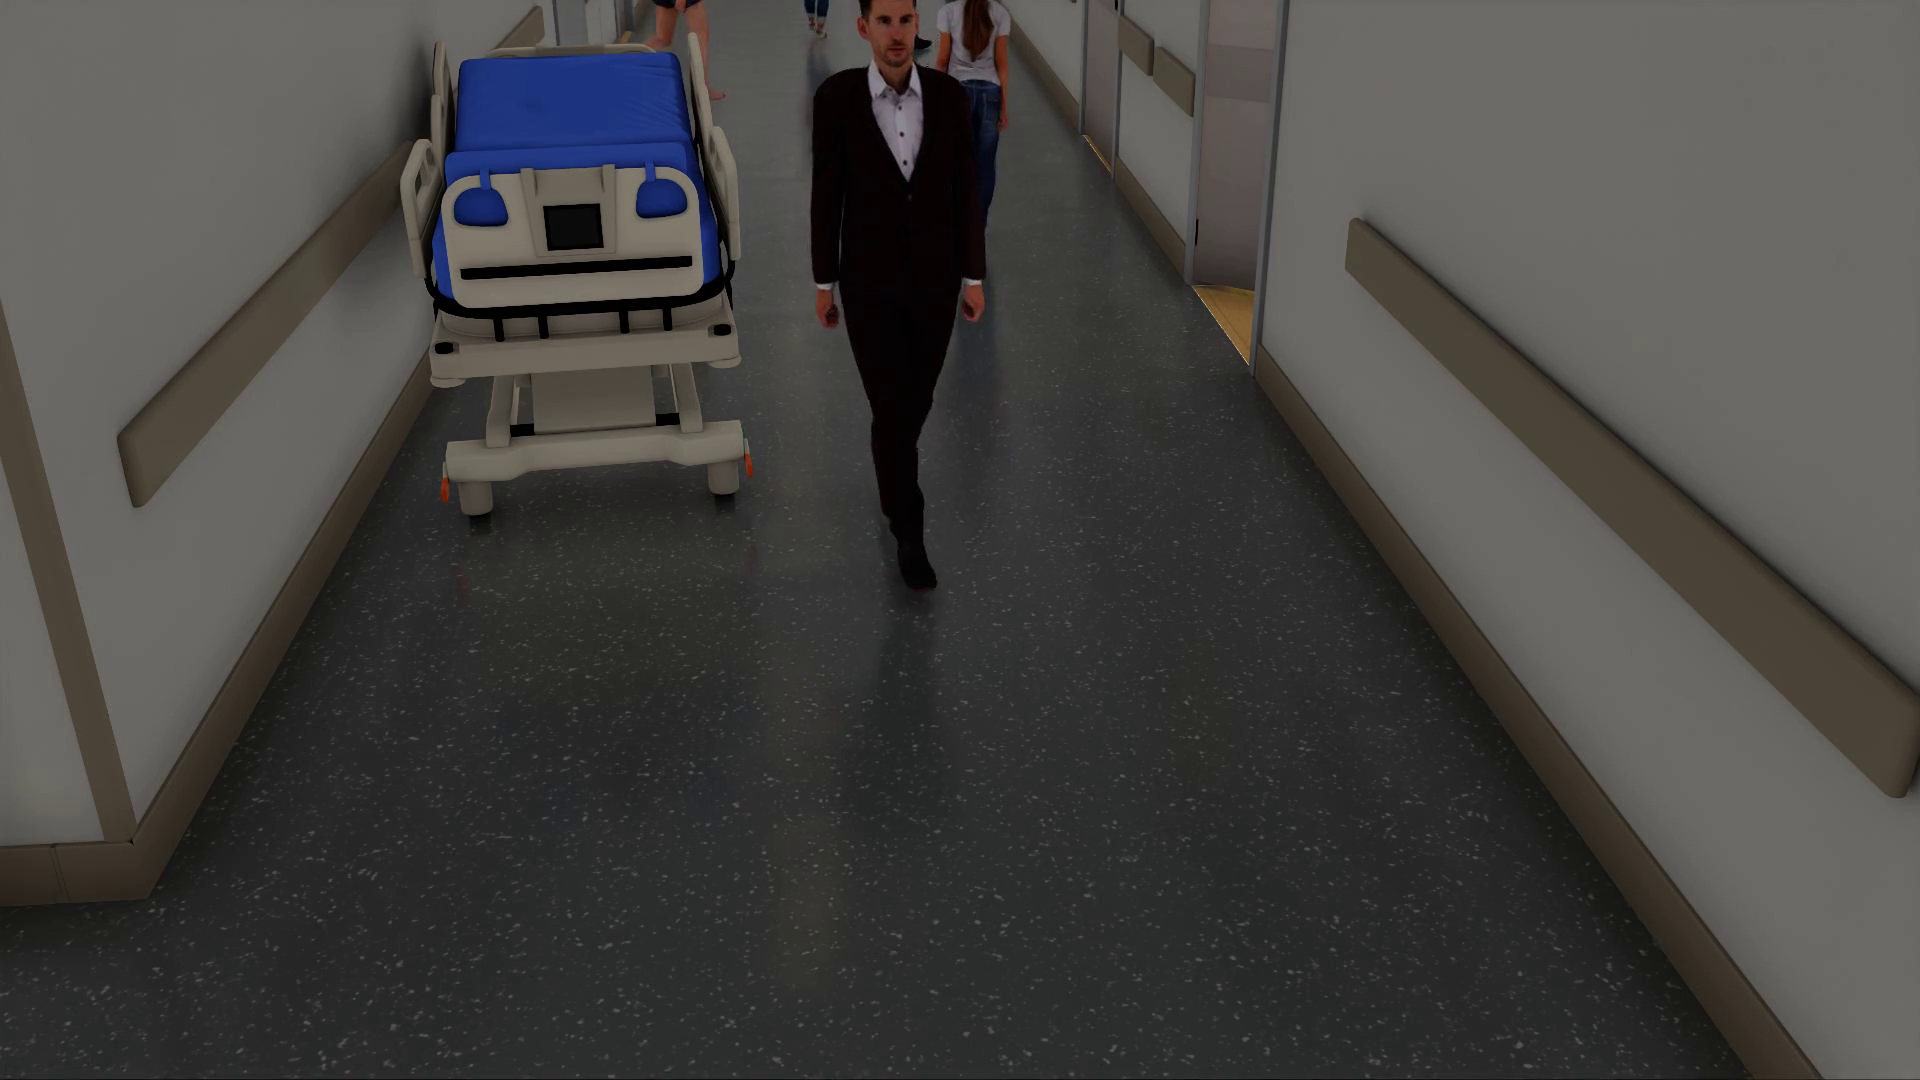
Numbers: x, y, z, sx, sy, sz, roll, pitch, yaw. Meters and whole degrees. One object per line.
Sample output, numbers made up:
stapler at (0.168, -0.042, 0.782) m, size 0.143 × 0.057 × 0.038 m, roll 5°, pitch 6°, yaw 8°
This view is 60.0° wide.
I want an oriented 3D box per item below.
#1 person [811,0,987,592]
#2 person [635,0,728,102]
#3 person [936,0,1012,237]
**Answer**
person at (-0.203, -0.845, 5.312) m, size 1.157 × 1.826 × 0.904 m, roll -7°, pitch 27°, yaw -14°
person at (-2.123, -3.955, 11.928) m, size 1.138 × 1.681 × 0.922 m, roll -16°, pitch 30°, yaw -30°
person at (0.065, -2.212, 8.487) m, size 0.984 × 1.530 × 0.655 m, roll 0°, pitch 26°, yaw -1°
